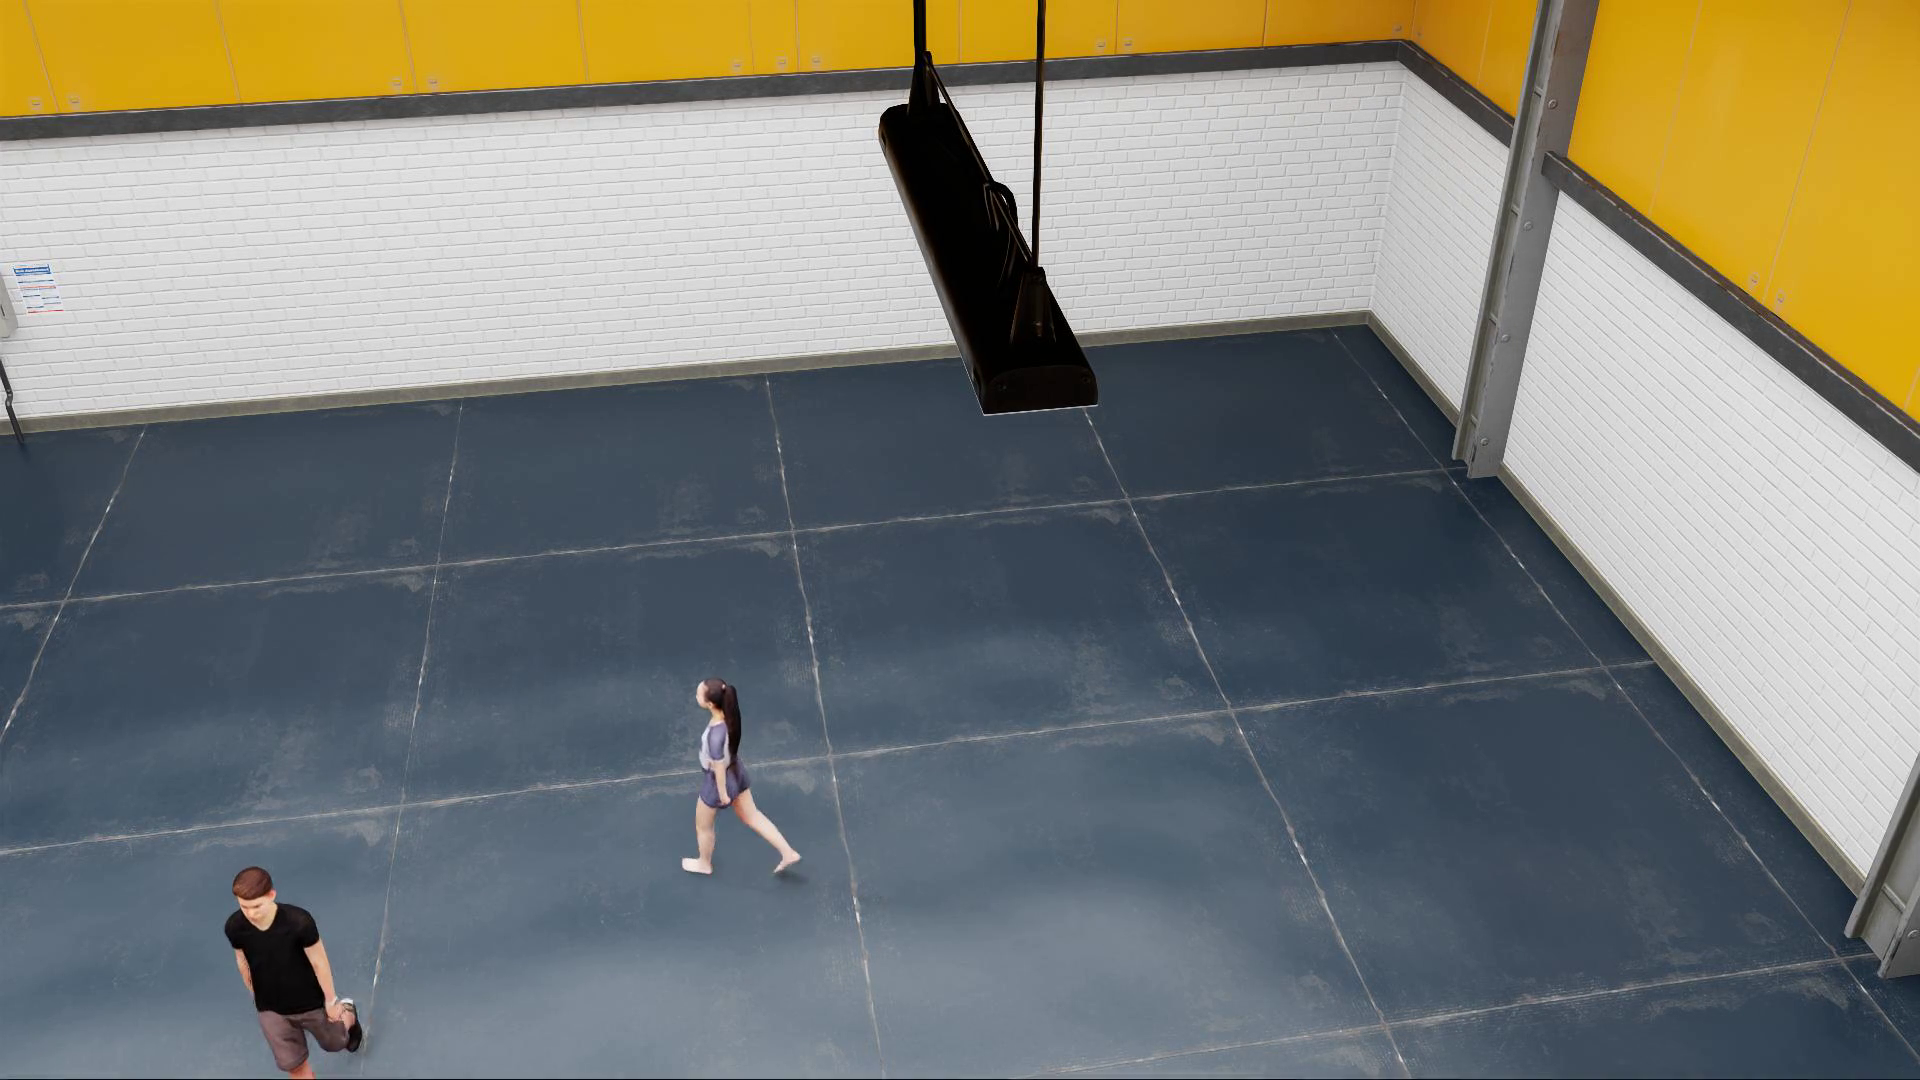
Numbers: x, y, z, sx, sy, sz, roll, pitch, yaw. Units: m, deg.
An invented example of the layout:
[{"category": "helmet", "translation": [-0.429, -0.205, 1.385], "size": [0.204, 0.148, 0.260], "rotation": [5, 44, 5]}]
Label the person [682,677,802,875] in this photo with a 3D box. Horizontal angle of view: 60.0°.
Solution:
[{"category": "person", "translation": [-1.402, 1.534, 10.562], "size": [0.949, 1.616, 1.053], "rotation": [9, 35, 13]}]

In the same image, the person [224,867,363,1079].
[{"category": "person", "translation": [-3.576, 2.414, 9.036], "size": [0.749, 1.841, 1.144], "rotation": [-1, 34, -2]}]
